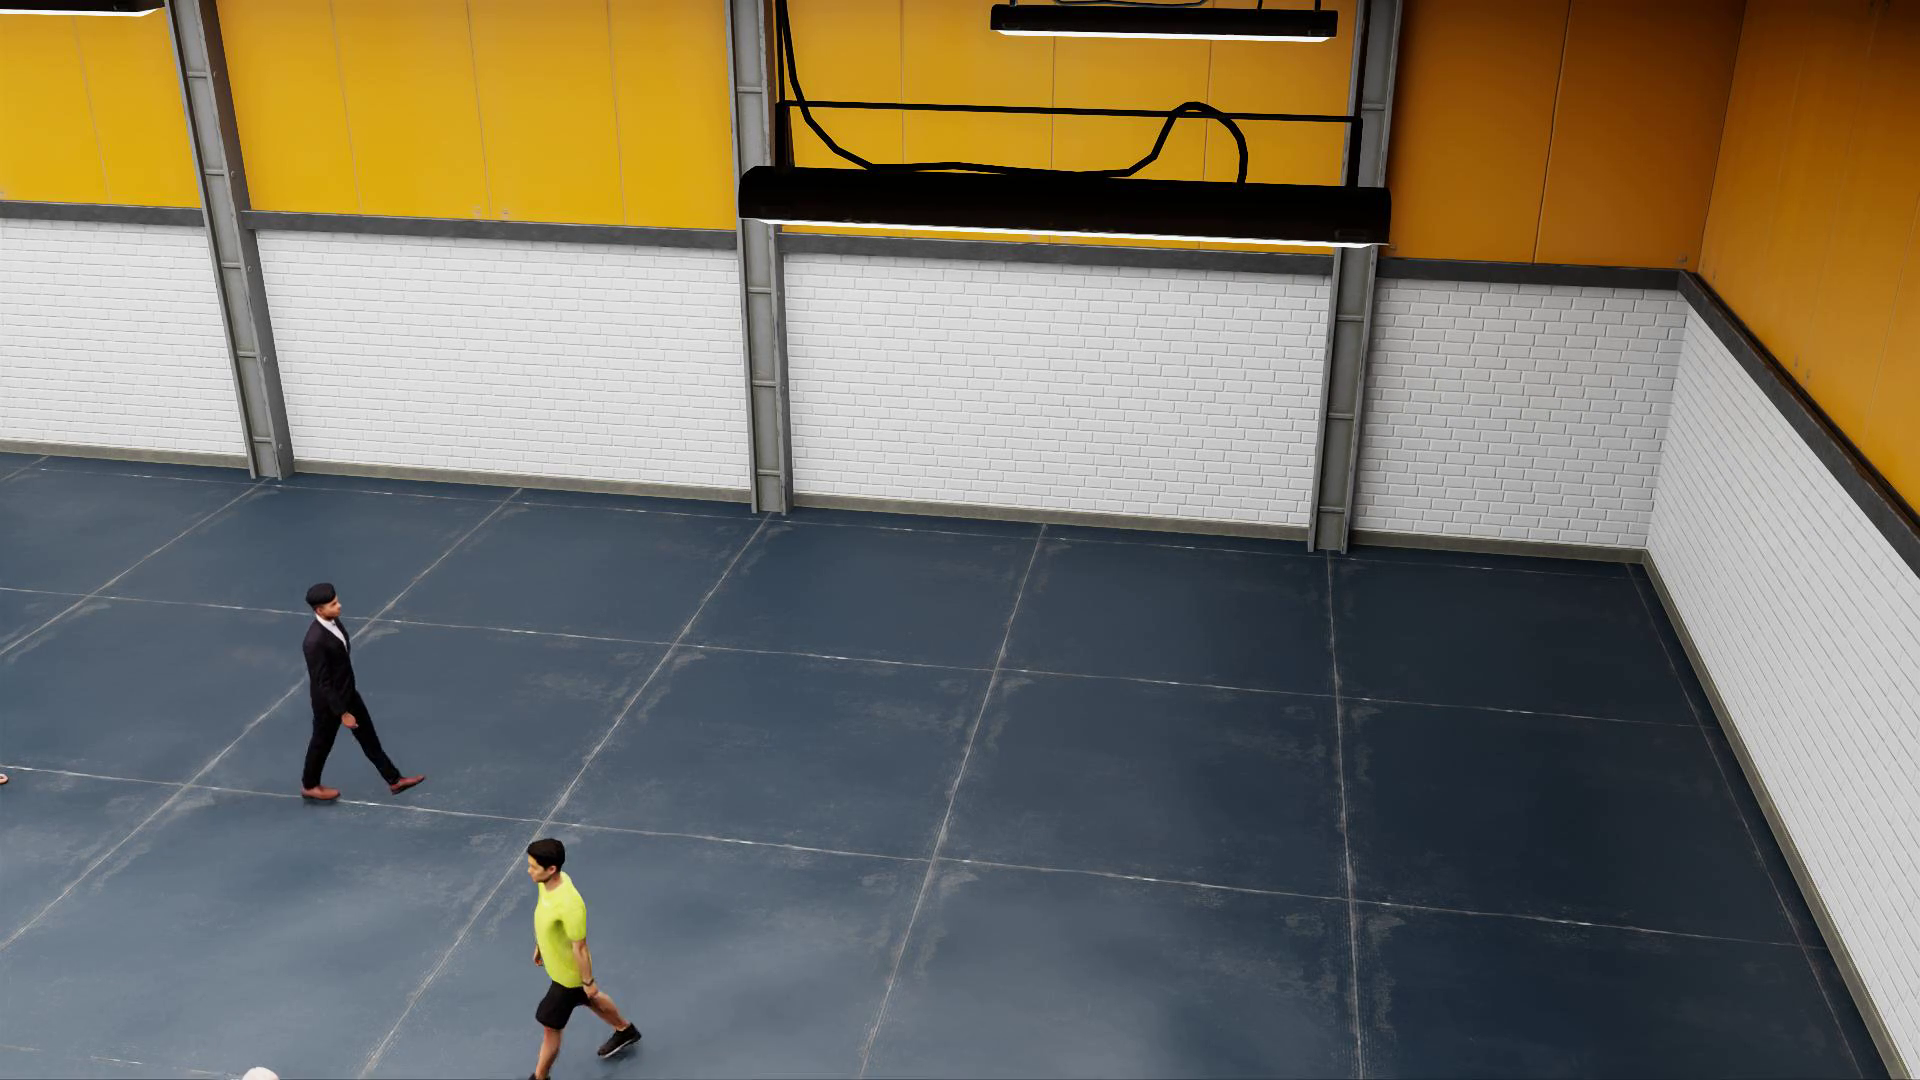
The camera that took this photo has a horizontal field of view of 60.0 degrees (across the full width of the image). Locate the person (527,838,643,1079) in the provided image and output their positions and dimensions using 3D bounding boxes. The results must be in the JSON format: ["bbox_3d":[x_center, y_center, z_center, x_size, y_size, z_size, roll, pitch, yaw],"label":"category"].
[{"bbox_3d":[-2.245,2.472,9.832,1.195,1.665,1.080,-13,27,-27],"label":"person"}]

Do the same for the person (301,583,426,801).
[{"bbox_3d":[-4.816,1.206,12.531,1.232,1.822,0.806,1,24,3],"label":"person"}]
